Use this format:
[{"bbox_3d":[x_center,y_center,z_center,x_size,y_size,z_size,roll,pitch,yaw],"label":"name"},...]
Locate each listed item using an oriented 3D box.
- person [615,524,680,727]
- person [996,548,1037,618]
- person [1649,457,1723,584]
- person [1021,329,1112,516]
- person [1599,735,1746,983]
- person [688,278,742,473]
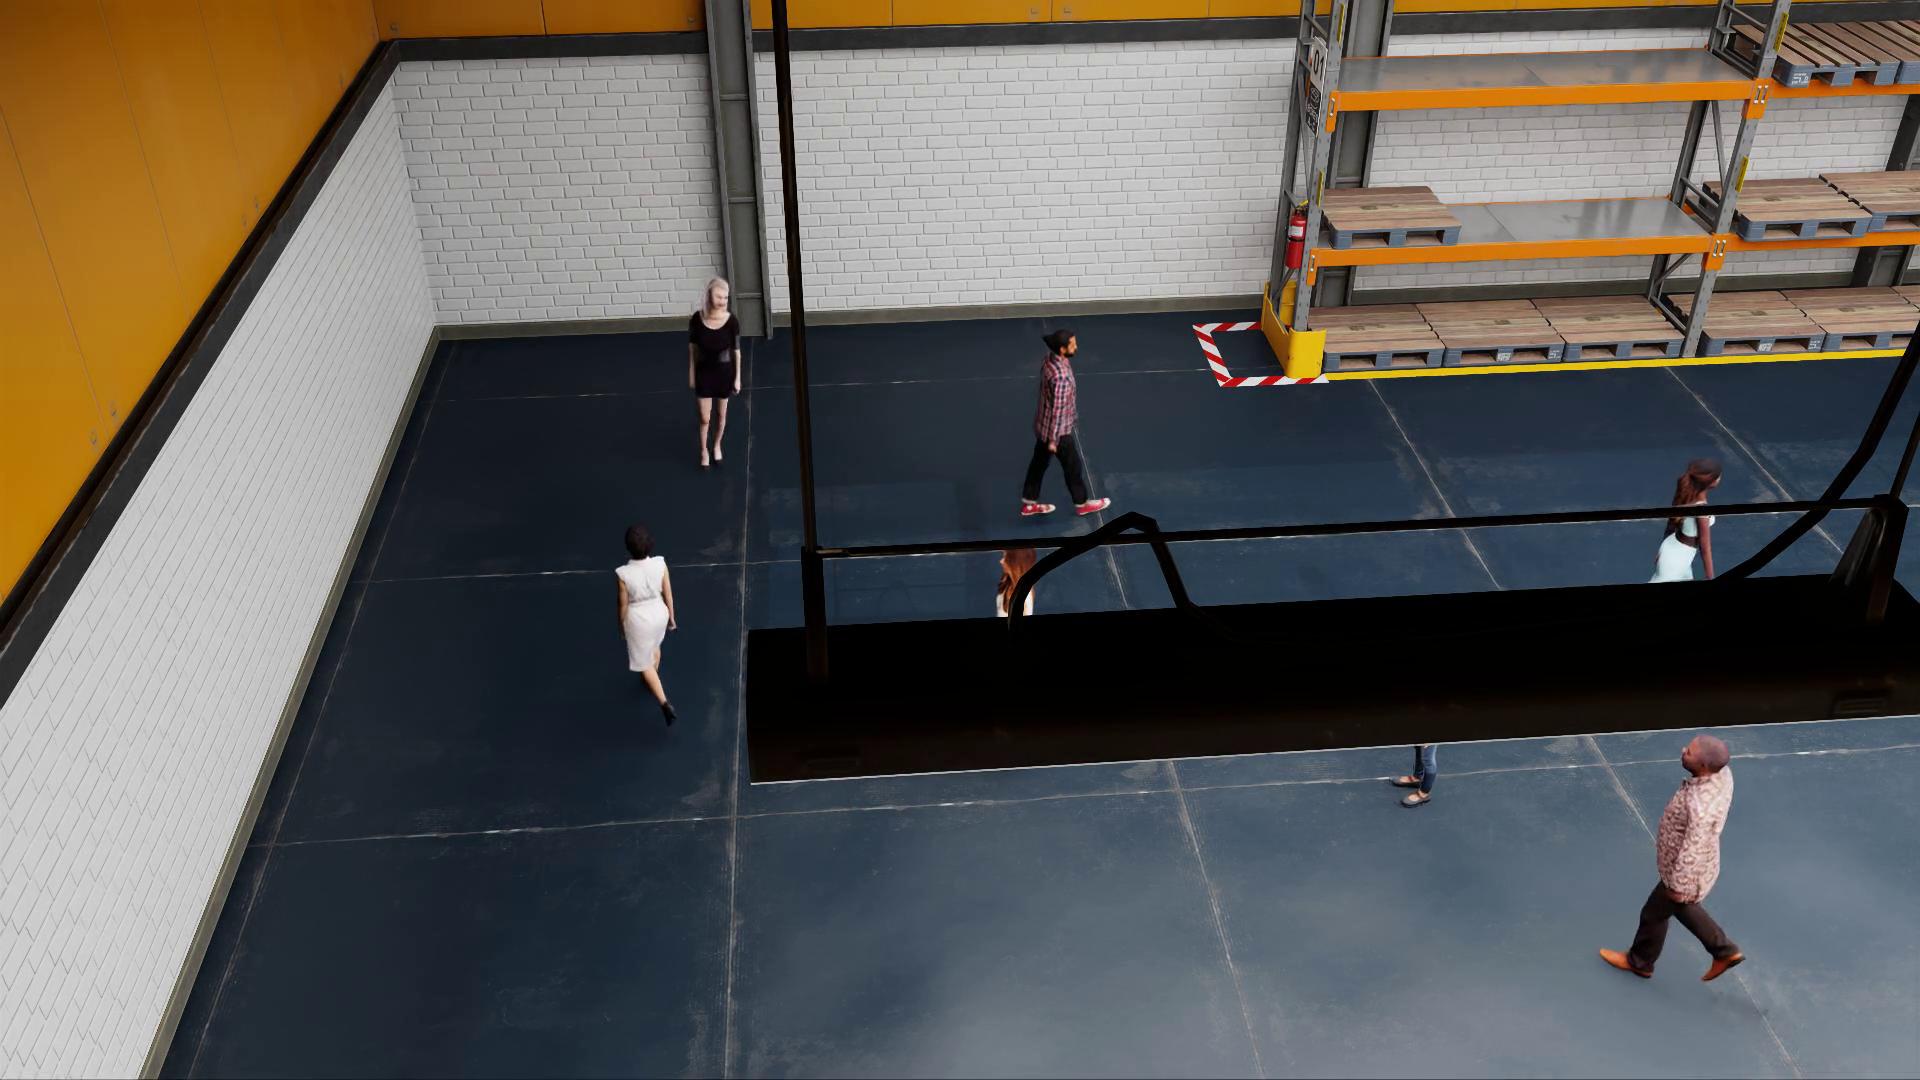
[{"bbox_3d":[-2.152,0.611,11.536,0.988,1.529,0.898,-20,38,-27],"label":"person"},{"bbox_3d":[0.389,0.761,11.078,0.514,1.785,0.578,-2,34,-3],"label":"person"},{"bbox_3d":[5.089,0.180,12.045,1.155,1.681,0.678,2,34,3],"label":"person"},{"bbox_3d":[0.703,-0.927,13.667,1.039,1.729,0.797,-9,35,-13],"label":"person"},{"bbox_3d":[4.198,1.874,9.406,1.118,1.783,1.025,20,39,27],"label":"person"},{"bbox_3d":[-2.141,-1.426,14.353,0.548,1.801,0.693,3,34,4],"label":"person"}]
